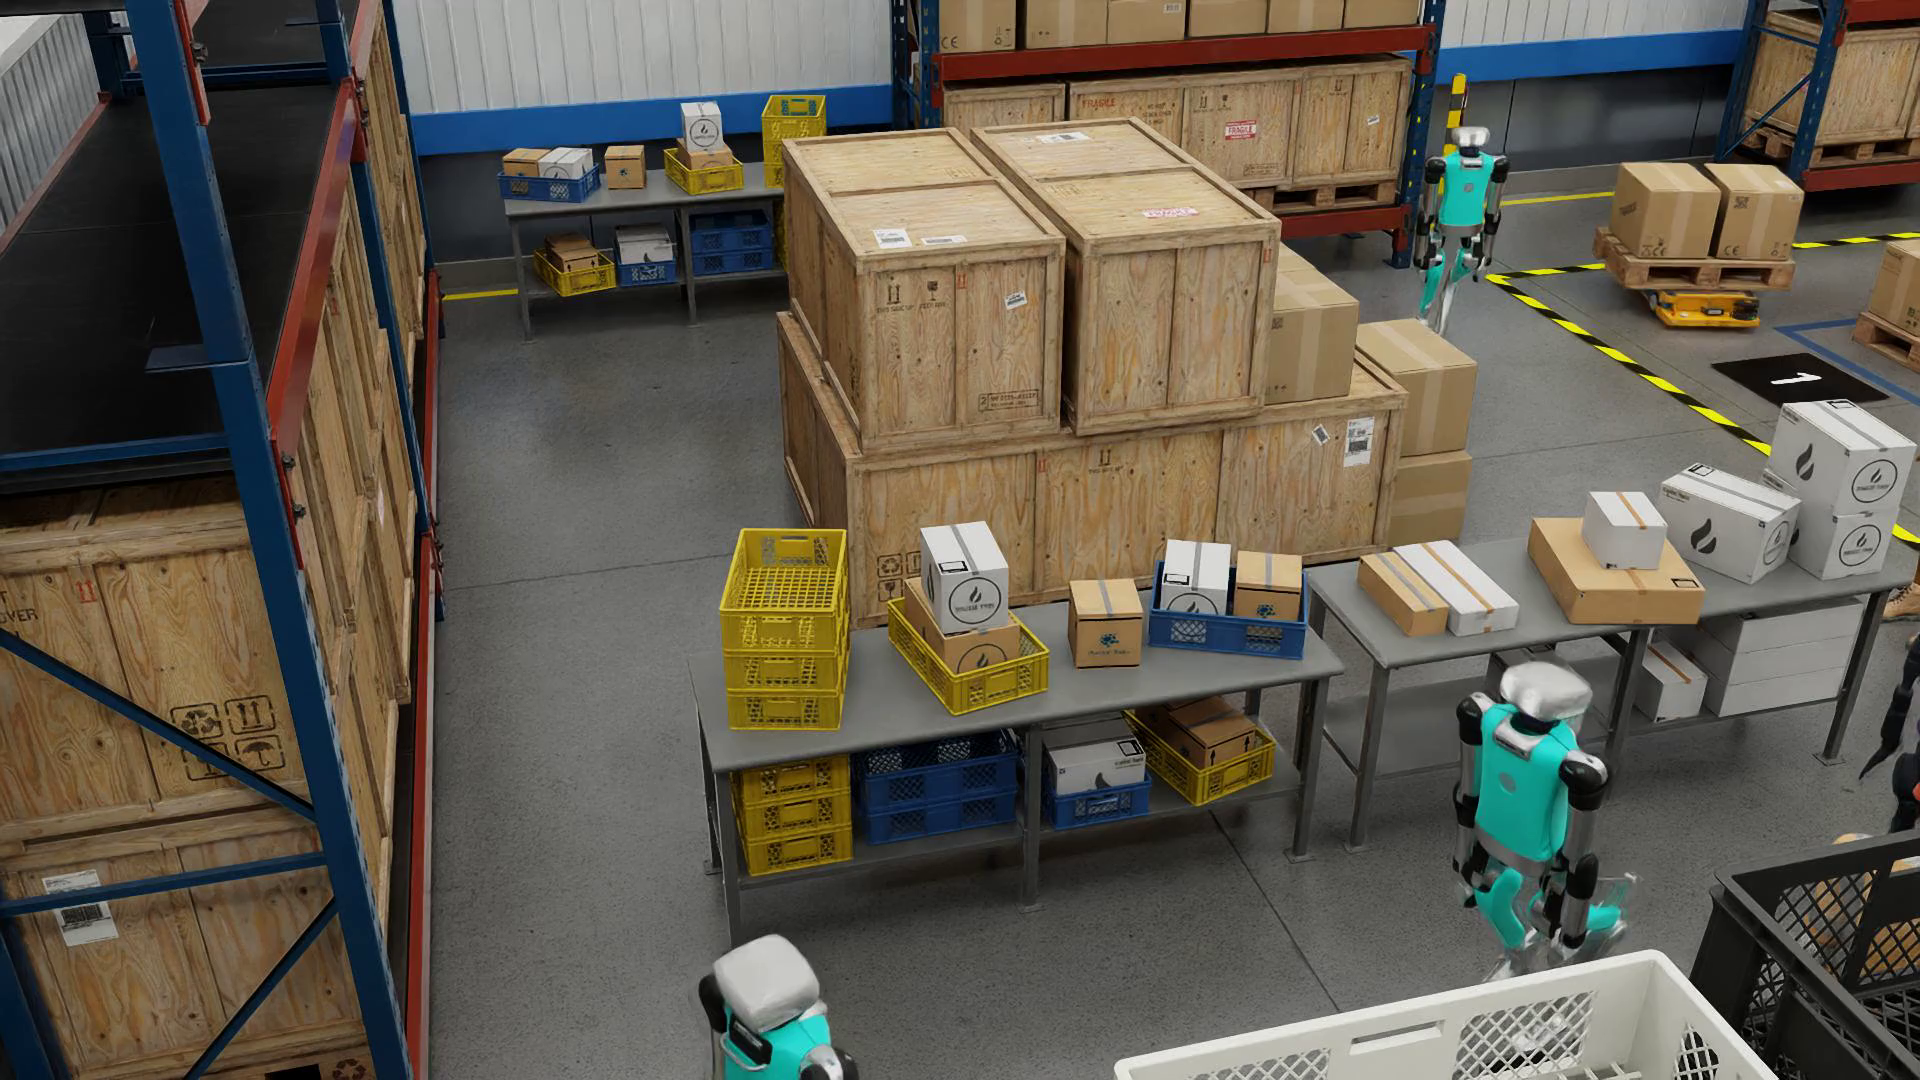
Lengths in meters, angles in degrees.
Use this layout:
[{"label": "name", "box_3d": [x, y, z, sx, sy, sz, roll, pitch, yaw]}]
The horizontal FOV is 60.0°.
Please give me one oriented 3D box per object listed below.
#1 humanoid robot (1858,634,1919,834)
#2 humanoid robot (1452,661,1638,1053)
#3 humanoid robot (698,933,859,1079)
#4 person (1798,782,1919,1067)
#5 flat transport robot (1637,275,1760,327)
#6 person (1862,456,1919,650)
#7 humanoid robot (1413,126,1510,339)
[{"label": "humanoid robot", "box_3d": [3.735, 0.827, 6.201, 0.609, 1.621, 0.791, 14, 32, 24]}, {"label": "humanoid robot", "box_3d": [1.951, 1.117, 5.548, 0.966, 1.738, 0.540, -18, 34, -30]}, {"label": "humanoid robot", "box_3d": [-0.661, 1.910, 4.215, 0.837, 1.858, 0.545, -24, 37, -36]}, {"label": "person", "box_3d": [2.683, 1.412, 4.830, 0.365, 1.934, 0.542, -25, 37, -37]}, {"label": "flat transport robot", "box_3d": [5.497, -1.965, 12.655, 0.652, 0.197, 1.431, 1, 29, 2]}, {"label": "person", "box_3d": [4.890, -0.400, 8.003, 0.371, 2.046, 0.604, -5, 29, -9]}, {"label": "humanoid robot", "box_3d": [3.245, -1.923, 11.110, 0.540, 1.802, 0.823, 1, 29, 1]}]
